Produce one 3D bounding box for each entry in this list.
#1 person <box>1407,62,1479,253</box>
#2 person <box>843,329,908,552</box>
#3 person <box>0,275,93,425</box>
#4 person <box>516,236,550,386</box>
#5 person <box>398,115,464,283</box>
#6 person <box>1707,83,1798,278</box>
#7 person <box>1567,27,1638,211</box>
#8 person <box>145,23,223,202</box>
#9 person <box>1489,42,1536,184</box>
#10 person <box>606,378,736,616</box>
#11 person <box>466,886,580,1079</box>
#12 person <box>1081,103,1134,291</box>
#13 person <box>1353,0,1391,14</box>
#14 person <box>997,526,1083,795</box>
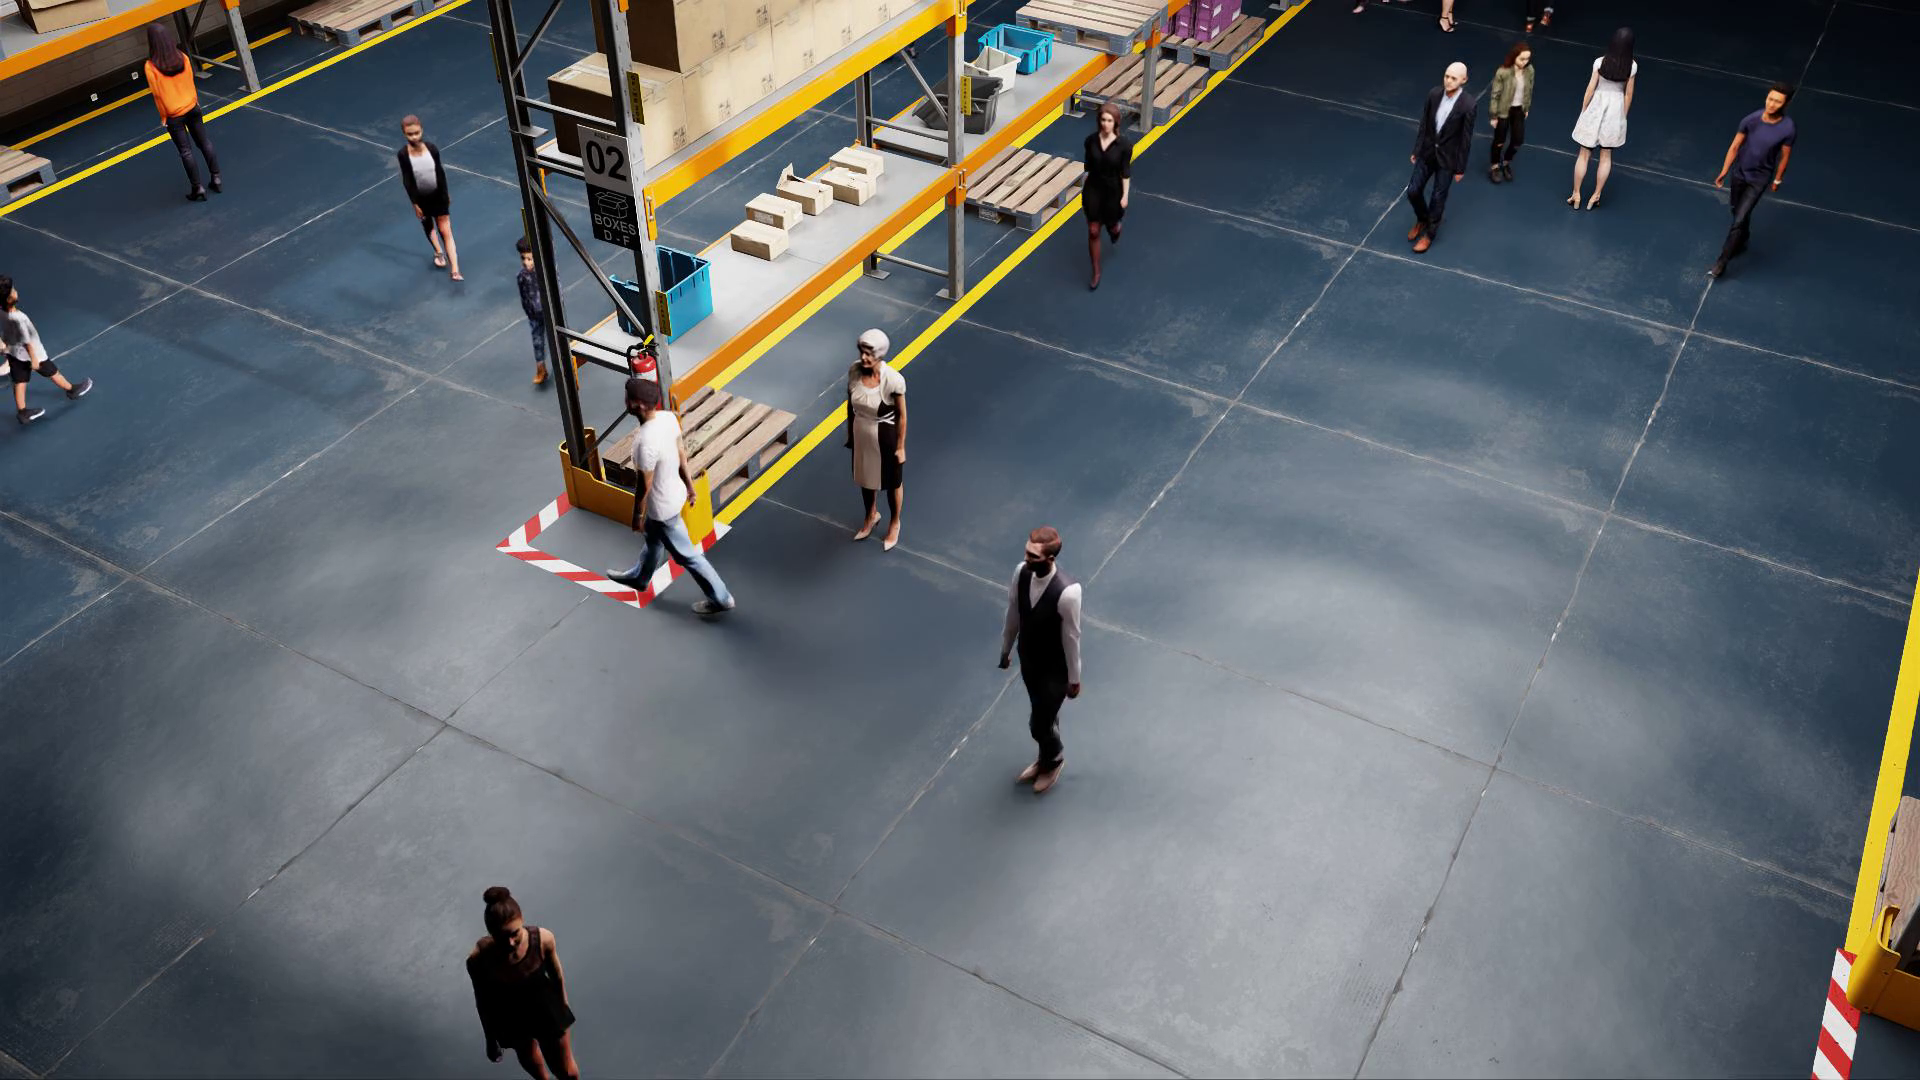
[{"bbox_3d":[4.413,-3.522,15.166,0.762,1.796,0.707,29,47,32],"label":"person"},{"bbox_3d":[-0.576,-0.703,11.669,0.635,1.755,0.505,20,43,23],"label":"person"},{"bbox_3d":[-7.401,-1.469,13.050,0.490,1.227,0.847,20,43,23],"label":"person"},{"bbox_3d":[-3.397,-1.923,13.614,0.703,1.233,0.895,3,39,4],"label":"person"},{"bbox_3d":[-4.769,-3.093,14.850,1.016,1.519,1.011,-15,41,-18],"label":"person"},{"bbox_3d":[7.126,-3.275,14.888,1.209,1.756,0.865,-31,48,-33],"label":"person"},{"bbox_3d":[6.094,-3.990,15.770,0.713,1.773,0.715,10,40,12],"label":"person"},{"bbox_3d":[-7.456,-4.105,15.933,0.663,1.749,0.469,20,43,23],"label":"person"},{"bbox_3d":[5.357,-4.222,16.313,0.691,1.458,0.718,-6,39,-7],"label":"person"},{"bbox_3d":[-1.876,-0.241,11.045,1.032,1.811,1.224,5,39,7],"label":"person"},{"bbox_3d":[-2.127,2.214,8.088,0.746,1.665,0.806,-10,40,-13],"label":"person"},{"bbox_3d":[1.298,-3.076,14.693,0.696,1.689,0.965,13,40,15],"label":"person"},{"bbox_3d":[5.065,-7.153,19.673,0.693,1.845,0.753,22,44,25],"label":"person"},{"bbox_3d":[0.578,0.662,9.817,0.737,1.932,0.772,-27,46,-30],"label":"person"}]
